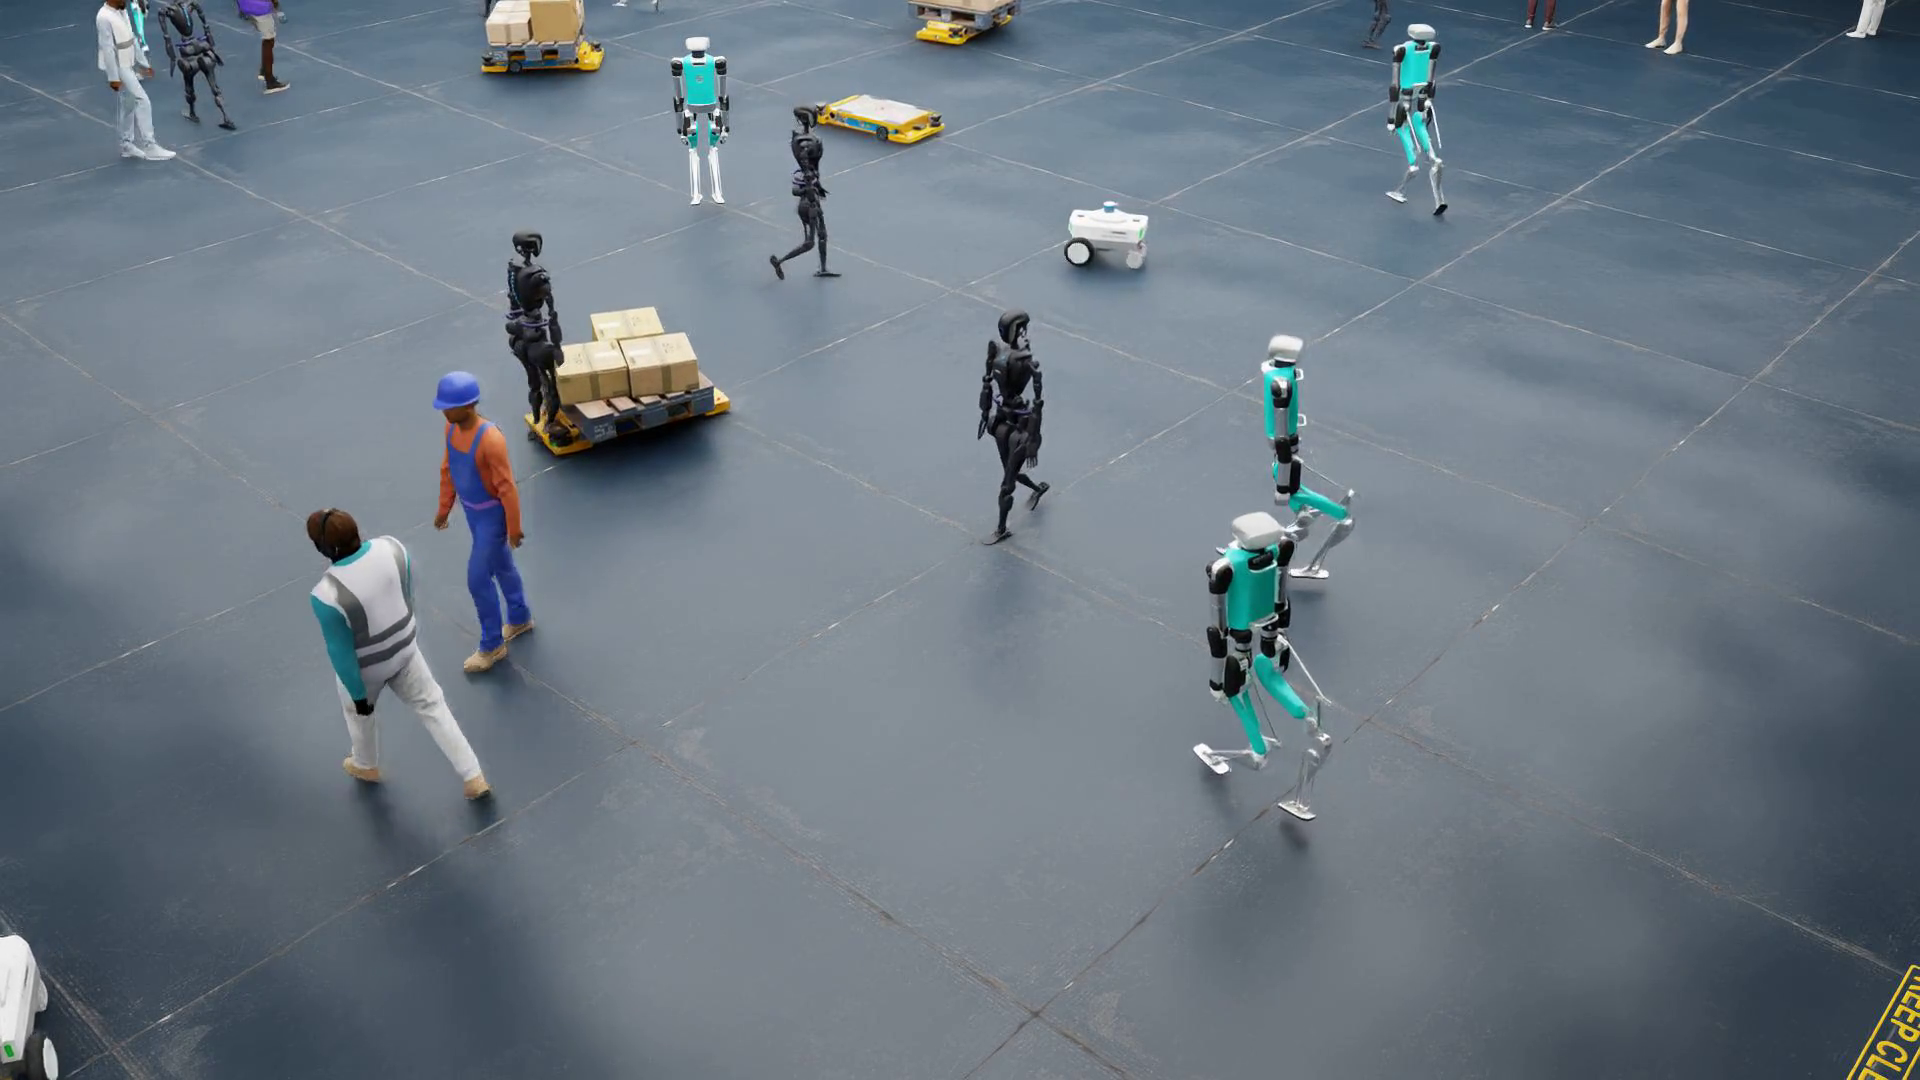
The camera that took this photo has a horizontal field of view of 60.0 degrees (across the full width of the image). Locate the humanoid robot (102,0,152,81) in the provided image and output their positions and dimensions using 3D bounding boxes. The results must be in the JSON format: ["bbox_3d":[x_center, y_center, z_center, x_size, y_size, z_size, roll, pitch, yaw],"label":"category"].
[{"bbox_3d":[-10.061,-6.415,20.113,0.555,1.784,0.887,-14,34,-21],"label":"humanoid robot"}]

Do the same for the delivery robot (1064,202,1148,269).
[{"bbox_3d":[1.380,-2.850,15.464,0.765,0.586,0.499,7,33,11],"label":"delivery robot"}]

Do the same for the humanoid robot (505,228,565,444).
[{"bbox_3d":[-3.132,-1.499,12.236,0.590,1.652,0.317,25,40,34],"label":"humanoid robot"}]

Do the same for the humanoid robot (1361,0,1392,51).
[{"bbox_3d":[5.416,-7.123,21.294,0.361,1.648,0.591,11,33,17],"label":"humanoid robot"}]

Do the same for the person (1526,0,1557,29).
[{"bbox_3d":[7.869,-7.743,22.160,0.535,1.810,0.374,20,37,28],"label":"person"}]

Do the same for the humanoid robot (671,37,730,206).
[{"bbox_3d":[-2.526,-4.151,16.321,0.533,1.677,0.735,-5,32,-8],"label":"humanoid robot"}]

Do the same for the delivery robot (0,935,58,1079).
[{"bbox_3d":[-4.338,2.160,7.420,0.499,0.611,0.814,-11,33,-17],"label":"delivery robot"}]

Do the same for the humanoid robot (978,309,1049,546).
[{"bbox_3d":[0.400,-0.801,11.143,0.722,1.641,0.585,-25,40,-35],"label":"humanoid robot"}]

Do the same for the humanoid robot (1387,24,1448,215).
[{"bbox_3d":[4.595,-4.071,16.356,0.554,1.810,0.929,-13,34,-21],"label":"humanoid robot"}]

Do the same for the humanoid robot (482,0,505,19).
[{"bbox_3d":[-6.378,-7.874,22.496,0.325,1.645,0.591,22,38,31],"label":"humanoid robot"}]

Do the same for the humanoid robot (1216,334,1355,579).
[{"bbox_3d":[2.159,-0.458,10.488,0.969,1.732,0.547,4,32,6],"label":"humanoid robot"}]

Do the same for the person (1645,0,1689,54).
[{"bbox_3d":[9.160,-7.166,21.188,0.398,1.863,0.529,-15,35,-23],"label":"person"}]

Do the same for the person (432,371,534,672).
[{"bbox_3d":[-2.902,-0.118,9.816,0.727,1.888,0.531,-27,41,-36],"label":"person"}]

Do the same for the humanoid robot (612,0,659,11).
[{"bbox_3d":[-4.529,-8.220,23.016,0.964,1.761,0.549,11,33,17],"label":"humanoid robot"}]

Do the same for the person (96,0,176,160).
[{"bbox_3d":[-8.812,-5.013,17.715,0.721,1.867,0.628,-6,32,-9],"label":"person"}]

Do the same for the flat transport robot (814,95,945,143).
[{"bbox_3d":[-0.934,-4.785,18.859,1.431,0.231,0.659,21,38,30],"label":"flat transport robot"}]

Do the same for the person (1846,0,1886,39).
[{"bbox_3d":[12.046,-7.420,21.799,0.513,1.641,0.312,-16,35,-23],"label":"person"}]

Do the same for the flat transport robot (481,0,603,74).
[{"bbox_3d":[-5.264,-6.117,21.005,1.431,0.231,0.659,-3,32,-5],"label":"flat transport robot"}]

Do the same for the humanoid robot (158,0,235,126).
[{"bbox_3d":[-8.599,-5.457,18.656,0.818,1.611,0.615,22,38,31],"label":"humanoid robot"}]

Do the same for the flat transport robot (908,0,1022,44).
[{"bbox_3d":[0.054,-6.950,22.346,0.659,0.231,1.431,17,36,26],"label":"flat transport robot"}]

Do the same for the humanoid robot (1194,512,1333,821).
[{"bbox_3d":[1.638,0.753,8.594,0.538,1.757,1.039,-20,37,-29],"label":"humanoid robot"}]

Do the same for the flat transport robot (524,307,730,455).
[{"bbox_3d":[-2.559,-1.027,12.808,1.431,0.231,0.659,-19,36,-27],"label":"flat transport robot"}]

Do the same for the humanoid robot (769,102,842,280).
[{"bbox_3d":[-1.408,-3.103,14.836,0.616,1.642,0.591,0,32,-1],"label":"humanoid robot"}]

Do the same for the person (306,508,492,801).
[{"bbox_3d":[-2.985,0.634,8.719,0.999,1.798,0.636,19,37,28],"label":"person"}]

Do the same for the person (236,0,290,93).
[{"bbox_3d":[-8.309,-6.322,19.746,0.632,1.937,0.478,21,38,30],"label":"person"}]
